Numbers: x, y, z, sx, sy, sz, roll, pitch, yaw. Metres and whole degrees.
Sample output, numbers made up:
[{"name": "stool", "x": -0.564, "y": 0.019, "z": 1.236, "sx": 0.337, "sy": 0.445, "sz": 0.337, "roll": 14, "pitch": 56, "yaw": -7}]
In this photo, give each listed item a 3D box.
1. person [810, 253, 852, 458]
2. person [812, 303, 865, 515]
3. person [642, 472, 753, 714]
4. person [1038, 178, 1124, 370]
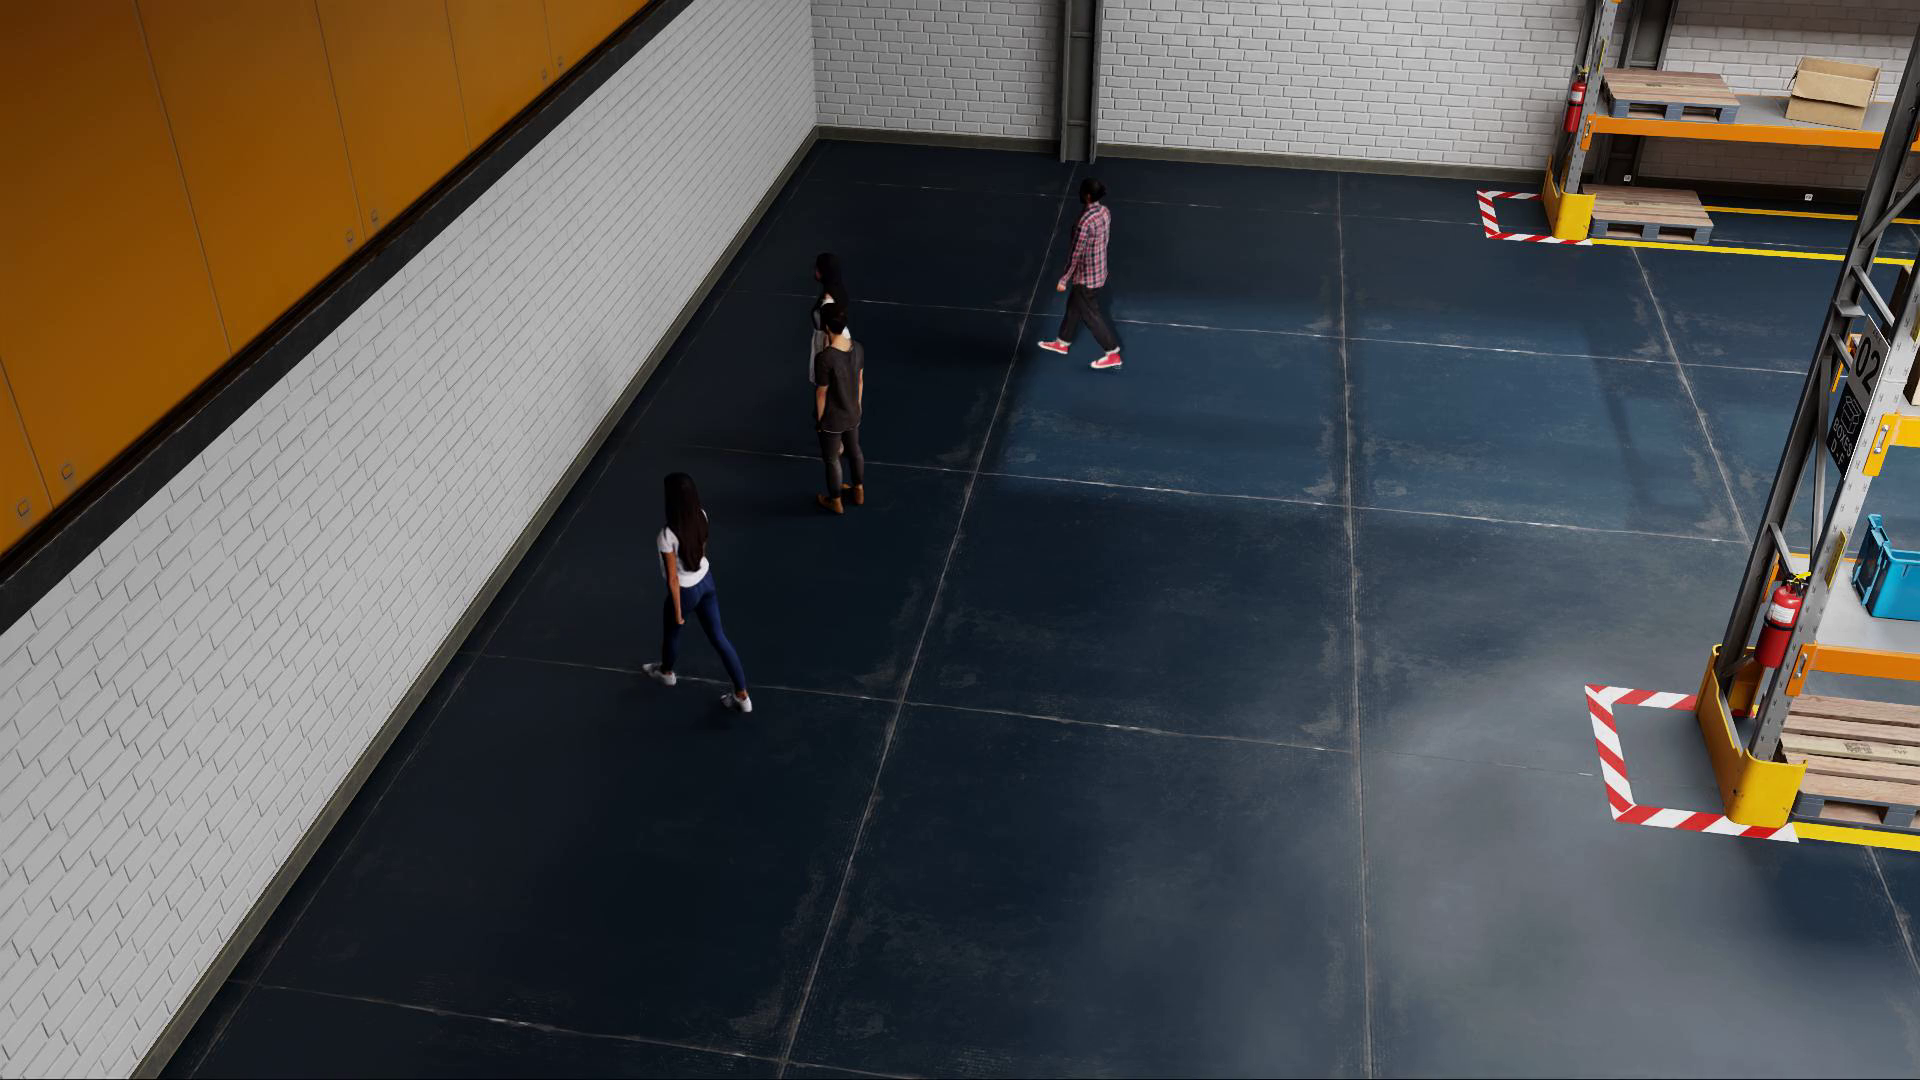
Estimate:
[{"name": "person", "x": -1.025, "y": -1.478, "z": 13.369, "sx": 0.625, "sy": 1.774, "sz": 0.636, "roll": 5, "pitch": 34, "yaw": 7}, {"name": "person", "x": -0.922, "y": -1.000, "z": 12.707, "sx": 0.725, "sy": 1.713, "sz": 0.699, "roll": 29, "pitch": 43, "yaw": 36}, {"name": "person", "x": -1.640, "y": 0.383, "z": 10.613, "sx": 1.221, "sy": 1.727, "sz": 0.925, "roll": 20, "pitch": 38, "yaw": 27}, {"name": "person", "x": 1.183, "y": -2.316, "z": 14.666, "sx": 1.149, "sy": 1.734, "sz": 0.845, "roll": 13, "pitch": 36, "yaw": 19}]
